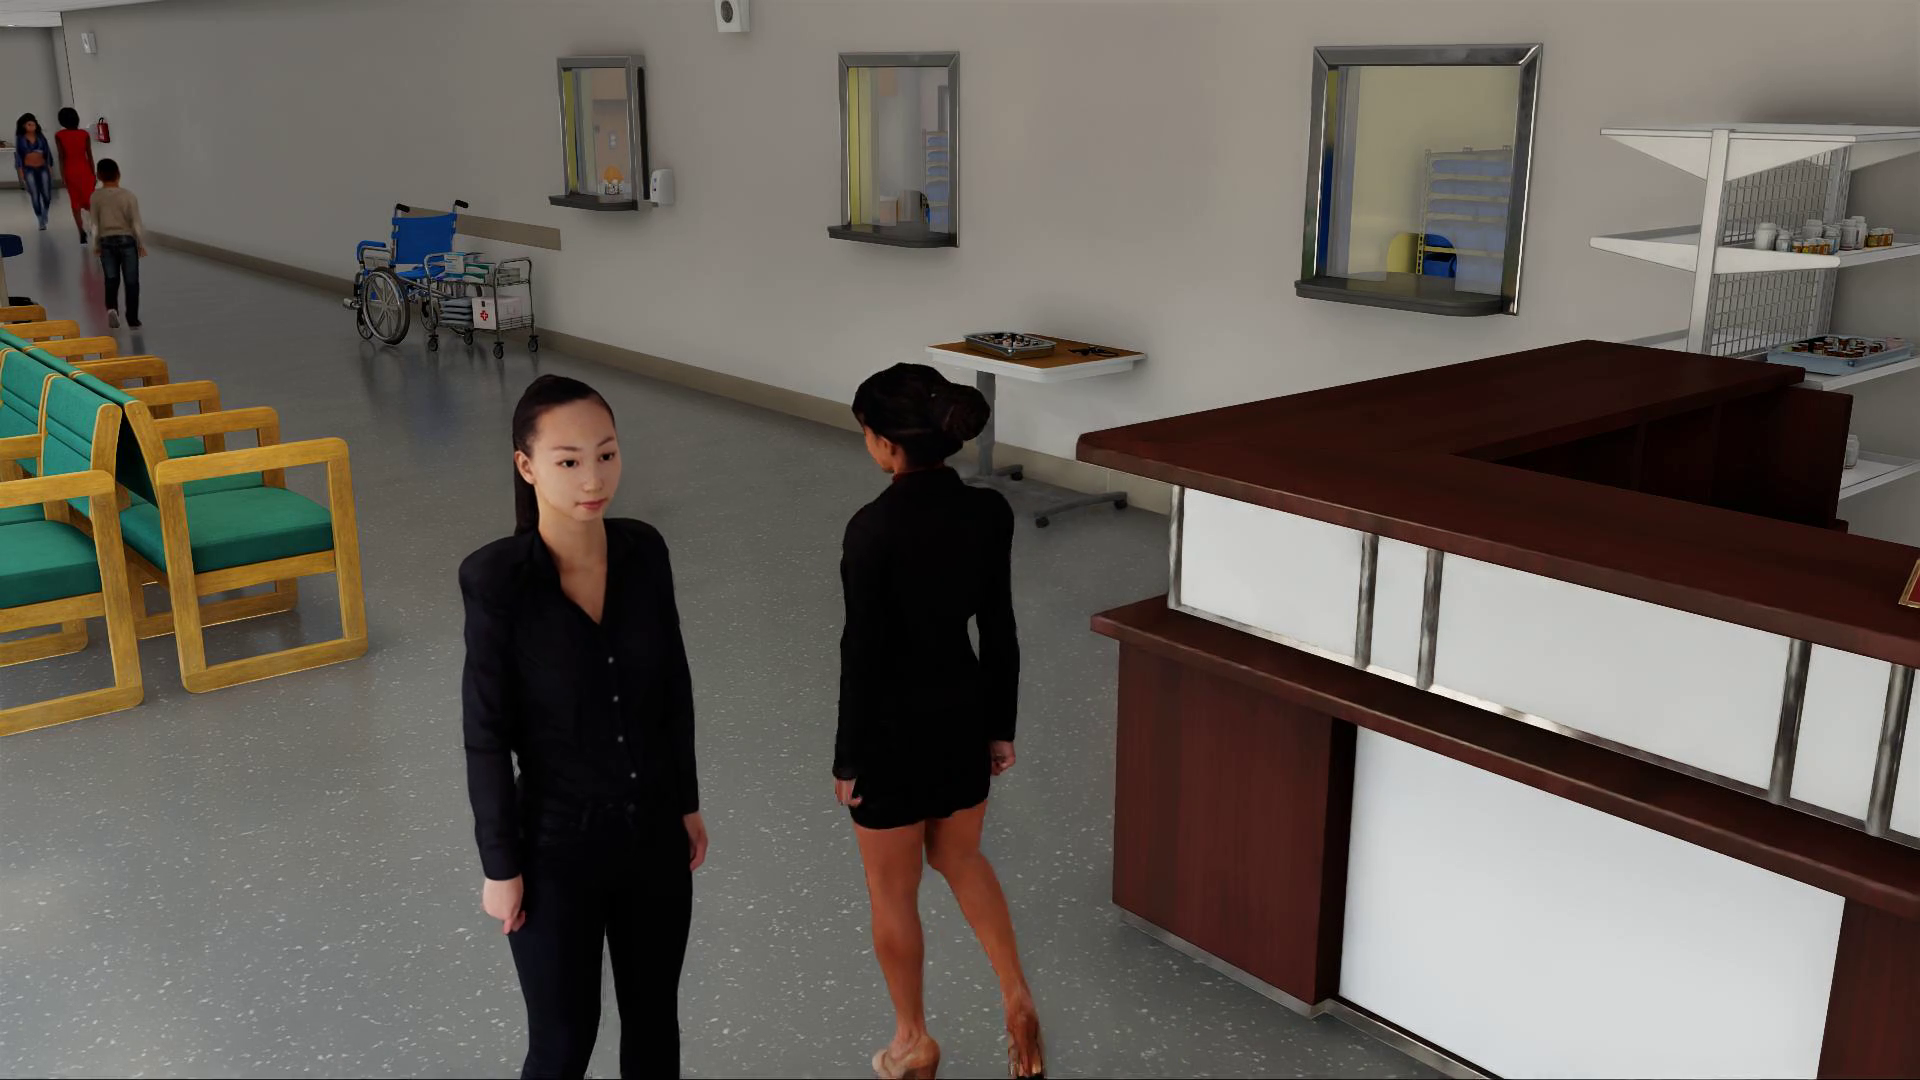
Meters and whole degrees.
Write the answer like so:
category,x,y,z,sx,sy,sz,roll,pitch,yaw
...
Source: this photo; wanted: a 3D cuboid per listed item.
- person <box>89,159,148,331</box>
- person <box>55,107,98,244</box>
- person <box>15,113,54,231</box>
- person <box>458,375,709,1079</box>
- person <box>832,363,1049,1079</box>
category,x,y,z,sx,sy,sz,roll,pitch,yaw
person,-7.224,-2.506,14.228,0.797,1.457,0.805,-4,16,-14
person,-11.212,-4.610,21.210,1.005,1.718,0.703,-11,19,-34
person,-13.014,-5.175,23.404,0.655,1.615,0.750,-9,18,-30
person,-0.645,0.550,2.926,0.431,1.708,0.647,-14,21,-41
person,-0.025,0.466,3.377,0.681,1.624,0.662,-11,19,-33
